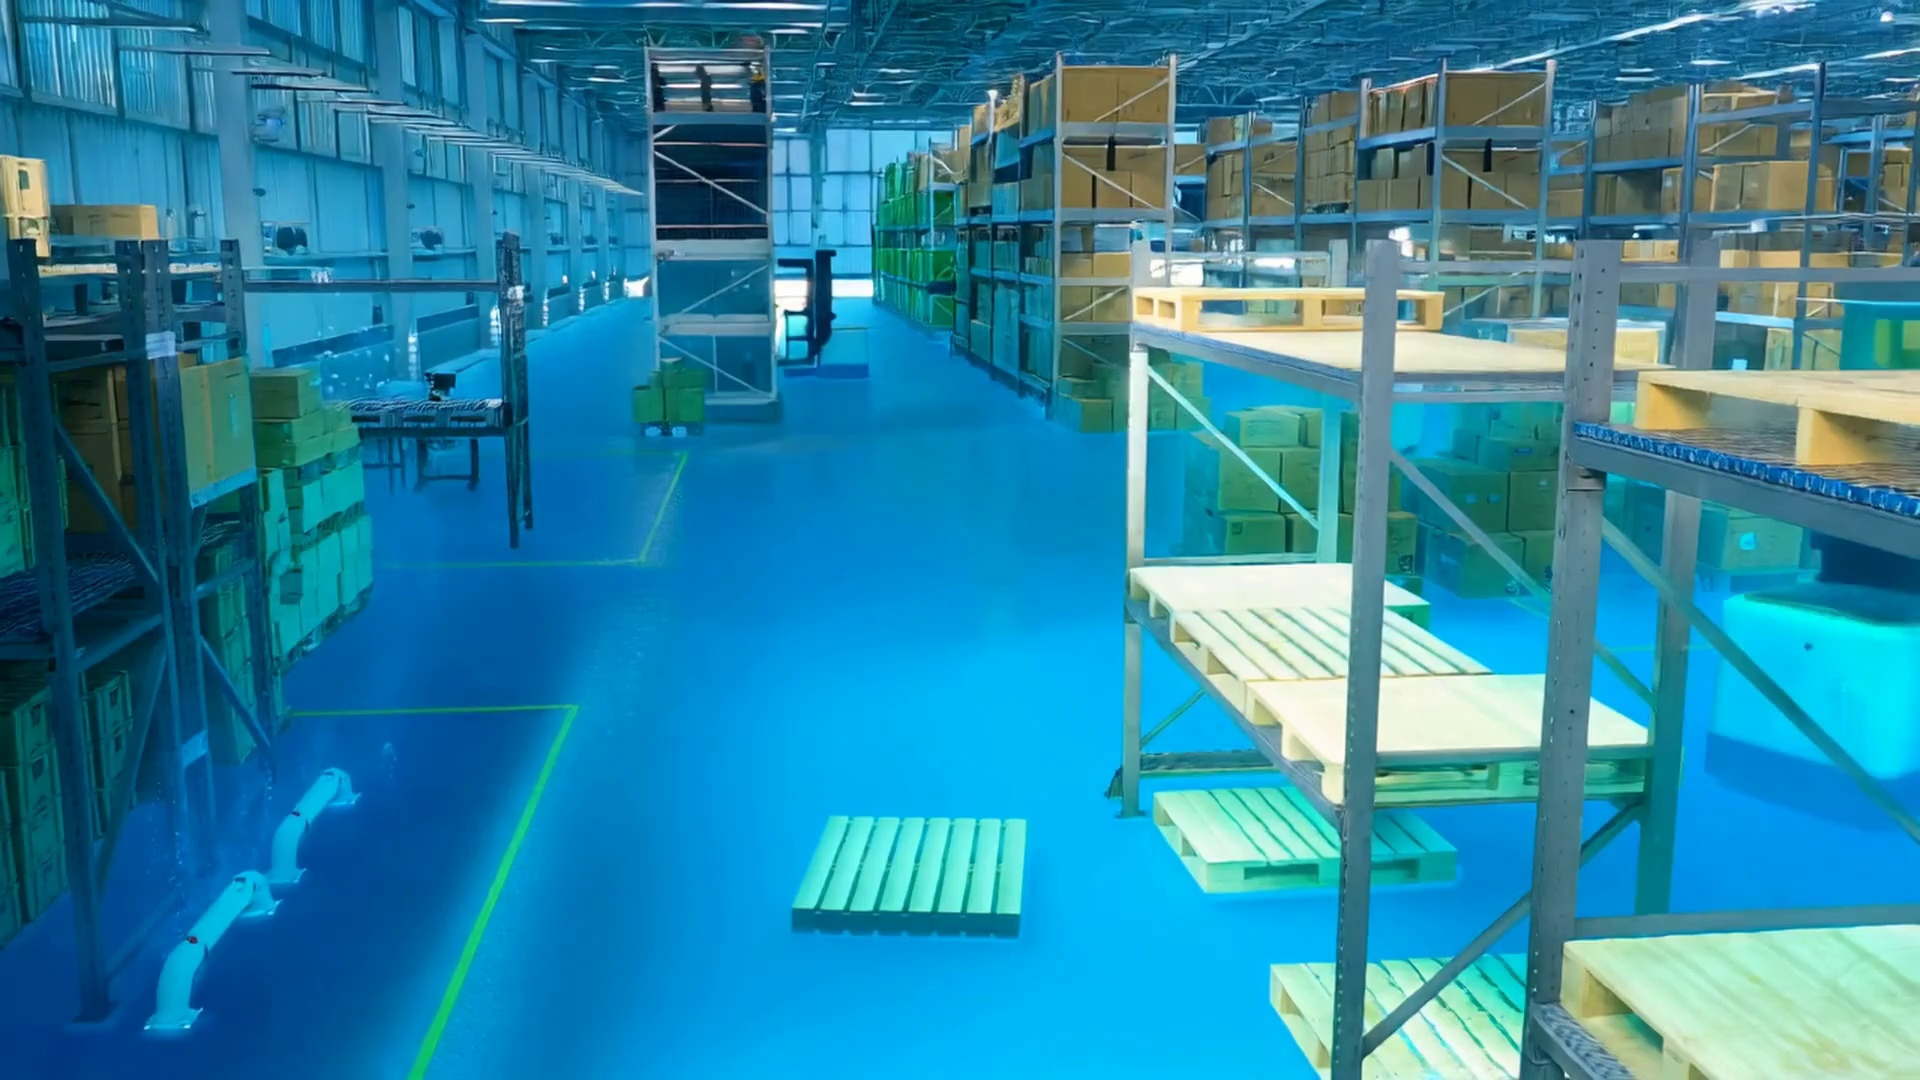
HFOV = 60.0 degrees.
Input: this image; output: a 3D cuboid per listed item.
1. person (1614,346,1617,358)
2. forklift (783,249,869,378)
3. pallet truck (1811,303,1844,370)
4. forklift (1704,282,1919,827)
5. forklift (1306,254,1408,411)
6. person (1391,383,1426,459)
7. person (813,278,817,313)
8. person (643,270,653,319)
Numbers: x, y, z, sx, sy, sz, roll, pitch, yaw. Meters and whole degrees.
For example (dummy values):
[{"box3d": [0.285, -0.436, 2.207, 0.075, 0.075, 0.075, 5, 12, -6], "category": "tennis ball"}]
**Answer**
[{"box3d": [7.188, -1.305, 18.854, 0.822, 1.920, 0.631, -2, 11, -13], "category": "person"}, {"box3d": [-2.983, -5.013, 36.711, 1.873, 2.768, 1.129, -1, 10, -6], "category": "forklift"}, {"box3d": [15.846, -3.142, 28.793, 1.885, 1.965, 0.823, 2, 10, 12], "category": "pallet truck"}, {"box3d": [5.194, -0.031, 9.106, 1.873, 2.768, 1.129, -6, 12, -30], "category": "forklift"}, {"box3d": [6.087, -2.843, 24.688, 1.873, 2.768, 1.129, -10, 14, -43], "category": "forklift"}, {"box3d": [4.752, -1.061, 17.371, 0.979, 1.945, 0.633, -3, 11, -18], "category": "person"}, {"box3d": [-5.887, -10.359, 69.605, 0.500, 1.701, 0.883, 0, 10, 0], "category": "person"}, {"box3d": [-12.030, -9.525, 64.459, 0.400, 1.893, 0.658, 8, 13, 38], "category": "person"}]
